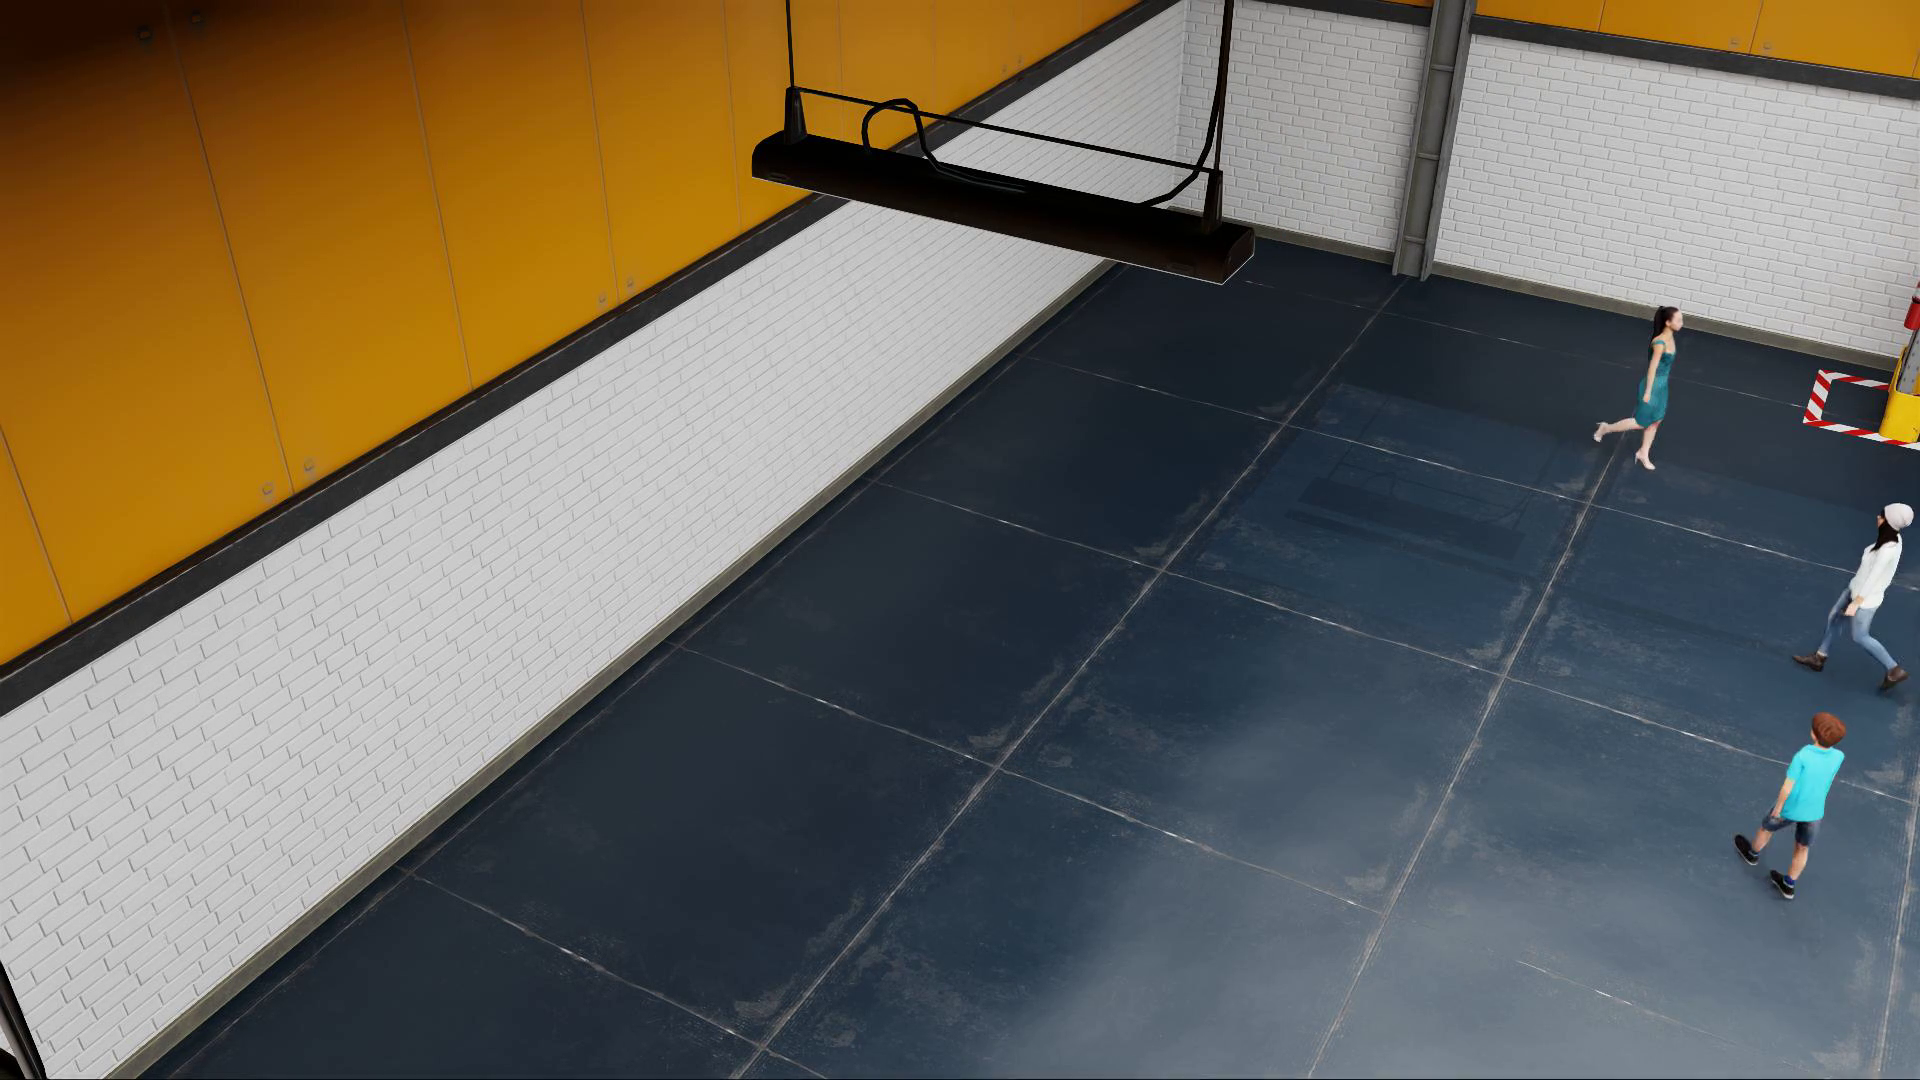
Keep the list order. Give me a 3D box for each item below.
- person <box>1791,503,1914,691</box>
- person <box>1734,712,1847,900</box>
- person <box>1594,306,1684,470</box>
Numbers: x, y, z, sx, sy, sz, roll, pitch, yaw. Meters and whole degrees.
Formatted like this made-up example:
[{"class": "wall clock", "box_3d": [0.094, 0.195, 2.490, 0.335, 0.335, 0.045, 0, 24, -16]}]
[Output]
[{"class": "person", "box_3d": [7.087, 0.461, 12.863, 1.038, 1.617, 0.582, 17, 37, 23]}, {"class": "person", "box_3d": [5.615, 1.794, 11.025, 0.830, 1.432, 0.847, -3, 34, -4]}, {"class": "person", "box_3d": [6.450, -1.440, 15.673, 0.871, 1.673, 0.621, 22, 40, 30]}]
